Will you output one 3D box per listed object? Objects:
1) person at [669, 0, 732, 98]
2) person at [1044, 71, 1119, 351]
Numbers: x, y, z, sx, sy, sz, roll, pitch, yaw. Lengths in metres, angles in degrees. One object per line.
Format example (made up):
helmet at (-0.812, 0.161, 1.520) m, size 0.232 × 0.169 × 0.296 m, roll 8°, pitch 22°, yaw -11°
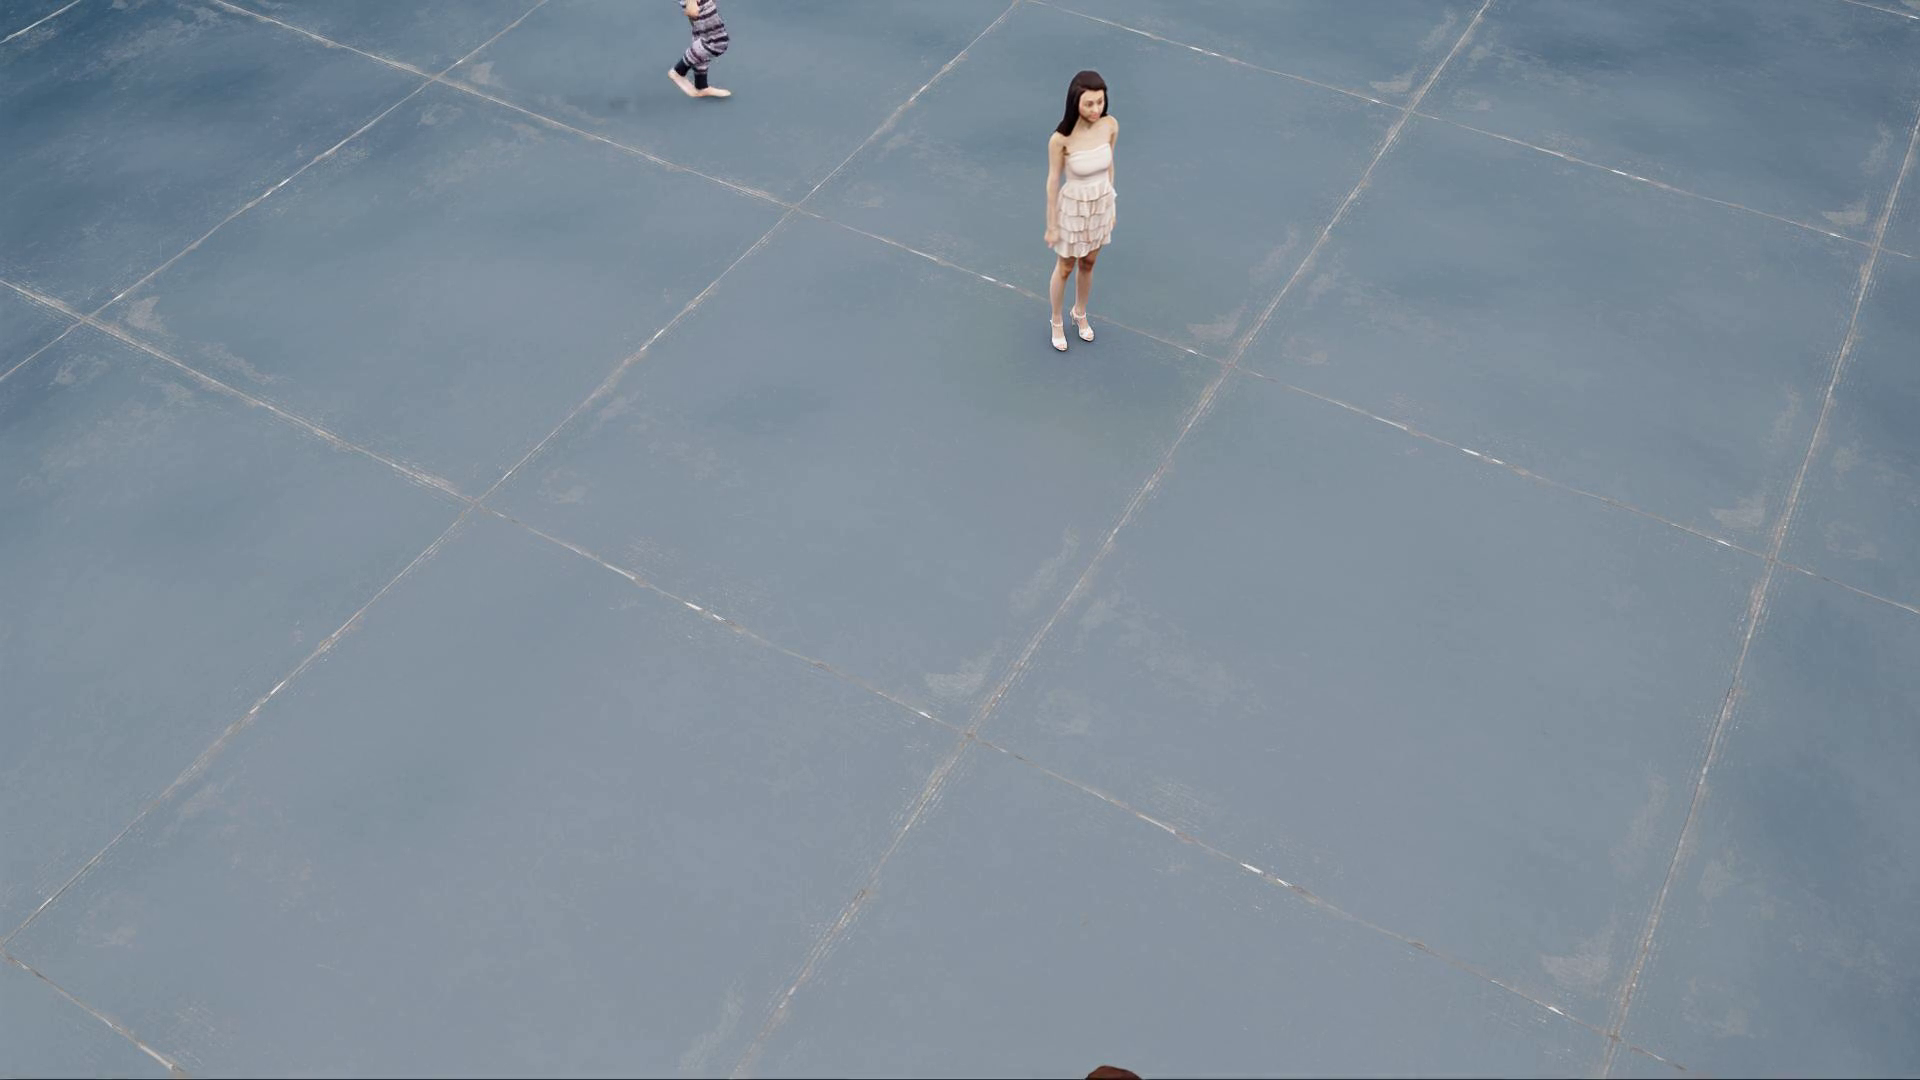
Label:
person at (-1.797, -3.600, 10.722) m, size 0.819 × 1.723 × 0.769 m, roll -1°, pitch 47°, yaw -1°
person at (0.656, -1.768, 9.021) m, size 0.667 × 1.735 × 0.688 m, roll -21°, pitch 51°, yaw -18°
